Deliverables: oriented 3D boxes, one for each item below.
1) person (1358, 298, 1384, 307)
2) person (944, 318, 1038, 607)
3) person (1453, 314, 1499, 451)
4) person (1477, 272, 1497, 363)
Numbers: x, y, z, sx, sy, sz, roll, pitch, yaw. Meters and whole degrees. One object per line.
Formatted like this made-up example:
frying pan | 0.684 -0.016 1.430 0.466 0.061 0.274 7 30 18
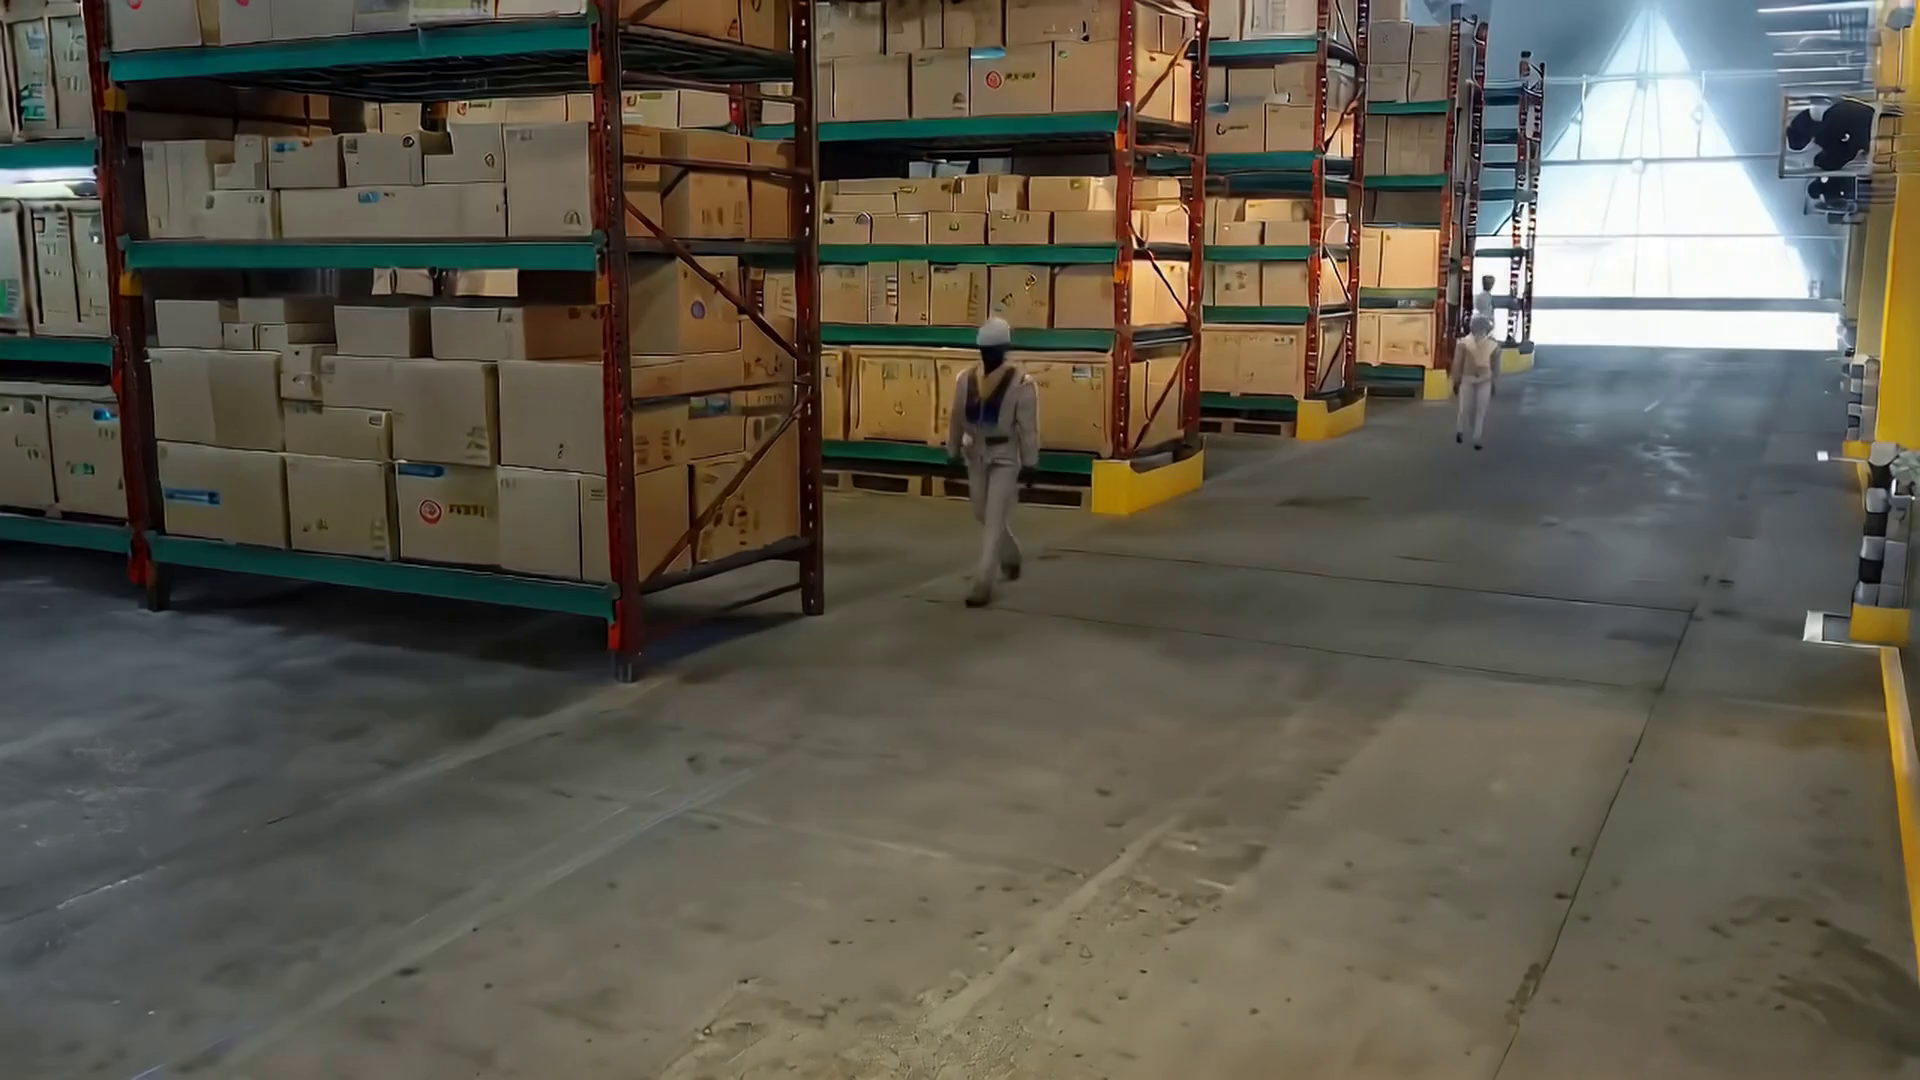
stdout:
person | 7.911 -4.171 32.184 0.651 1.908 0.696 -2 10 -11
person | 0.251 -0.555 11.281 0.606 1.913 0.930 6 12 32
person | 6.097 -1.865 19.687 0.517 1.625 0.397 1 10 4
person | 11.069 -4.693 35.194 0.587 1.923 0.574 7 12 34
